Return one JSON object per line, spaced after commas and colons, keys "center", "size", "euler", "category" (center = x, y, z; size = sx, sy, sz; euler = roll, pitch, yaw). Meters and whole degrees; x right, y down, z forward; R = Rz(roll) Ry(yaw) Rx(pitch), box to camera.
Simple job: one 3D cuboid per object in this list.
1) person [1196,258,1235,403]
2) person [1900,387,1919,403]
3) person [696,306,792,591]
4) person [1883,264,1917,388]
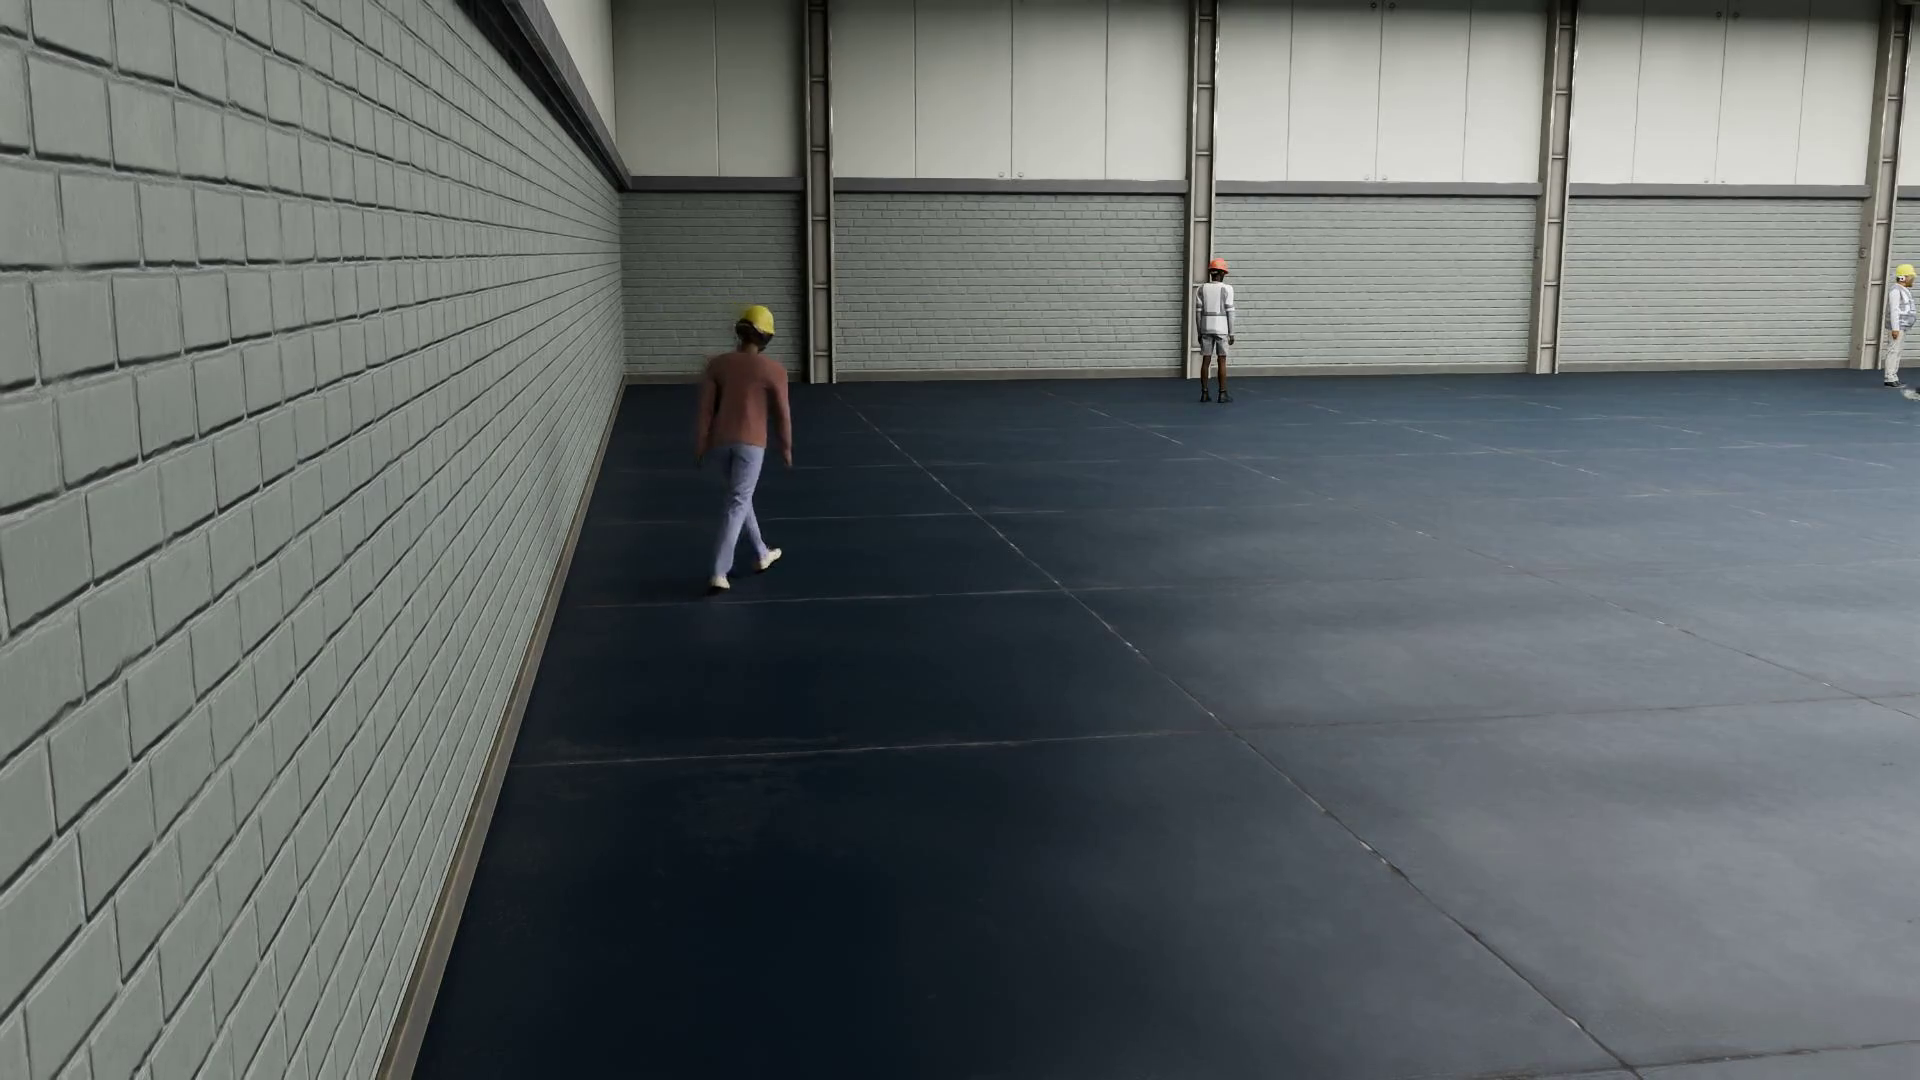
{"center": [3.426, -2.796, 22.265], "size": [0.542, 1.928, 0.374], "euler": [6, 11, 31], "category": "person"}
{"center": [13.169, -2.760, 22.032], "size": [1.037, 1.933, 0.645], "euler": [7, 12, 36], "category": "person"}
{"center": [-1.304, -0.561, 10.084], "size": [0.530, 1.684, 0.974], "euler": [4, 10, 19], "category": "person"}
{"center": [13.945, -3.169, 24.673], "size": [0.404, 1.837, 0.588], "euler": [8, 13, 38], "category": "person"}
